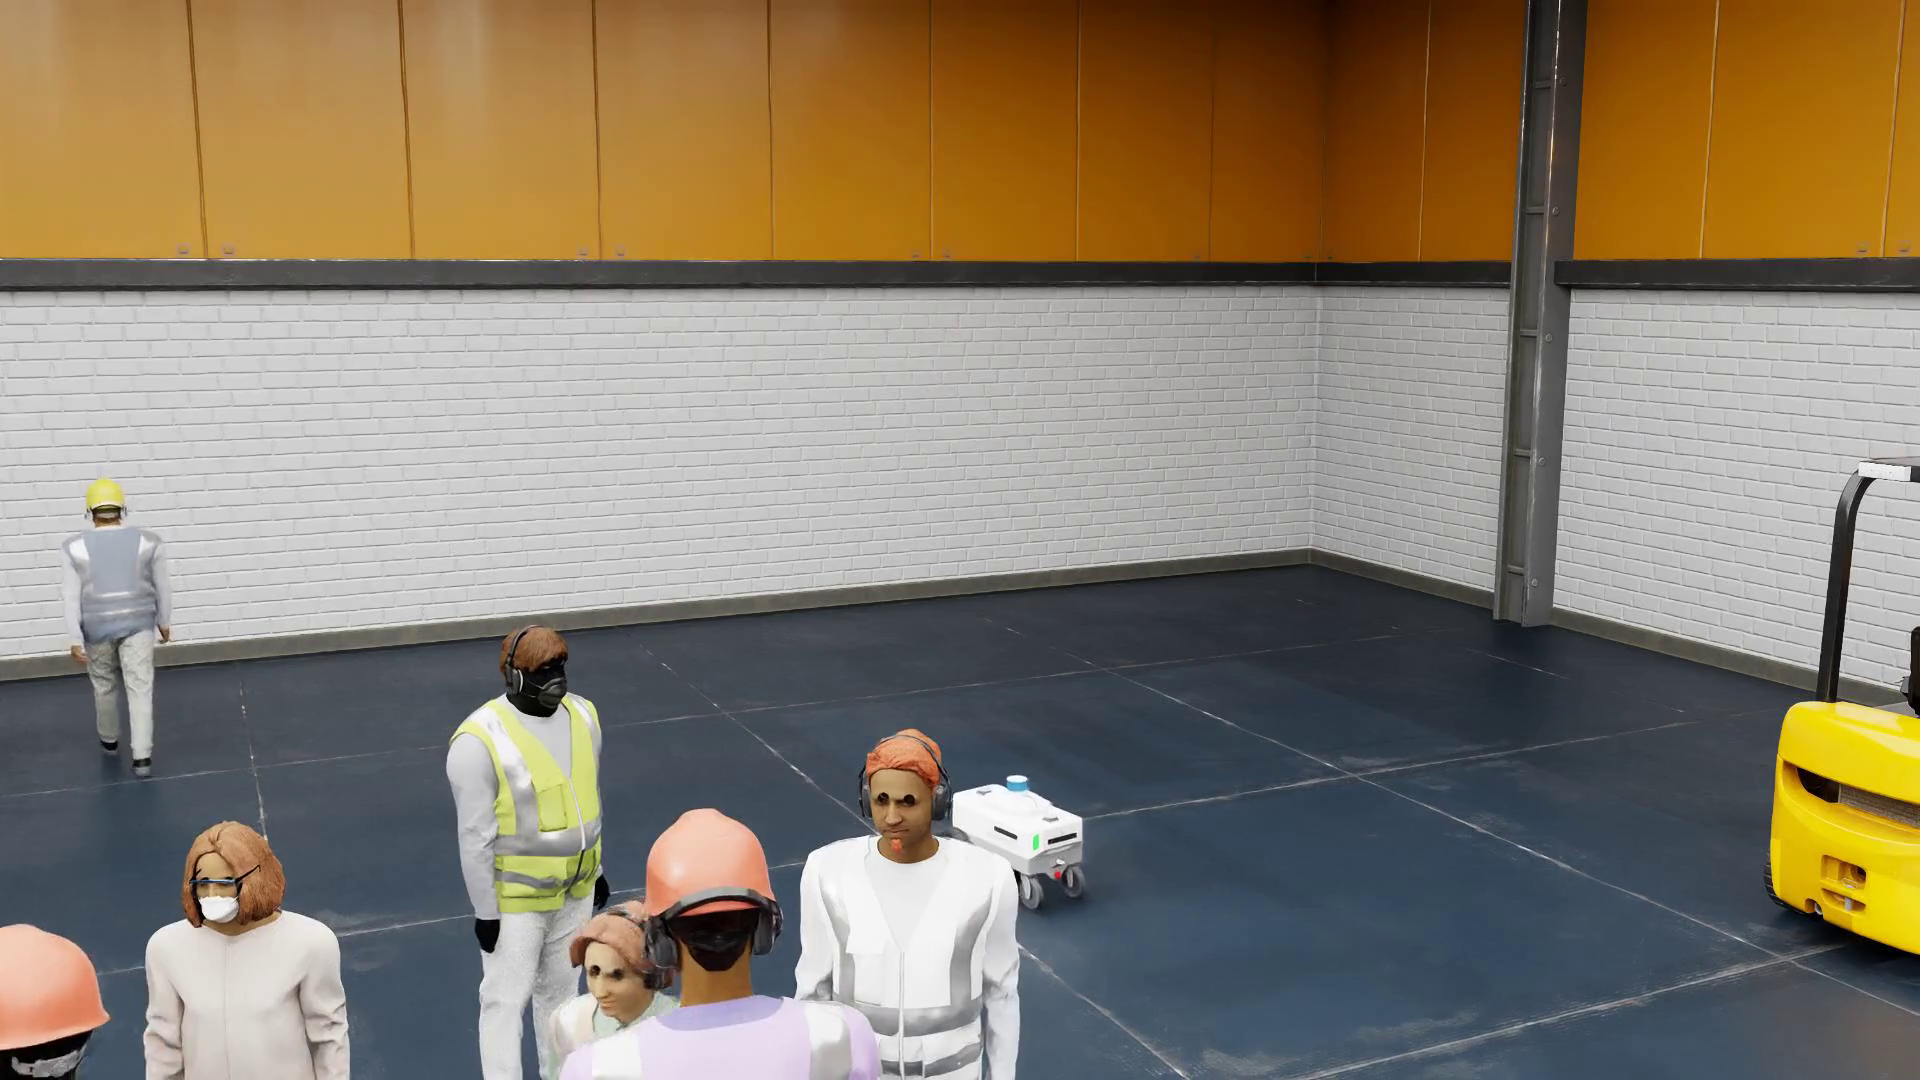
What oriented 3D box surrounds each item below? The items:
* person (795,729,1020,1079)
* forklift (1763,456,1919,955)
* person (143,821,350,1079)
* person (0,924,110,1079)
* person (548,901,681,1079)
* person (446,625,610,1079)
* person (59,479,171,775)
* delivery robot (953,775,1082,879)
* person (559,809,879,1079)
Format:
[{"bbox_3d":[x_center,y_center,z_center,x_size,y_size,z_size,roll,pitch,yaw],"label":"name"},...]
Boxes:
[{"bbox_3d":[-0.139,1.411,4.300,0.584,1.882,0.346,1,9,4],"label":"person"},{"bbox_3d":[4.857,0.731,7.561,2.313,2.155,1.214,-4,10,-25],"label":"forklift"},{"bbox_3d":[-1.862,1.525,4.367,0.508,1.632,0.264,-1,9,-6],"label":"person"},{"bbox_3d":[-1.584,1.612,2.948,0.524,1.917,0.545,7,12,38],"label":"person"},{"bbox_3d":[-0.738,1.621,3.830,0.543,1.616,0.606,3,10,17],"label":"person"},{"bbox_3d":[-1.445,1.198,5.752,0.430,1.845,0.624,6,11,32],"label":"person"},{"bbox_3d":[-5.148,0.517,10.189,0.607,1.780,0.945,-5,11,-30],"label":"person"},{"bbox_3d":[0.279,1.403,8.173,0.477,0.478,0.707,-7,11,-36],"label":"delivery robot"},{"bbox_3d":[-0.454,1.513,3.203,0.605,2.034,0.388,-3,10,-19],"label":"person"}]
